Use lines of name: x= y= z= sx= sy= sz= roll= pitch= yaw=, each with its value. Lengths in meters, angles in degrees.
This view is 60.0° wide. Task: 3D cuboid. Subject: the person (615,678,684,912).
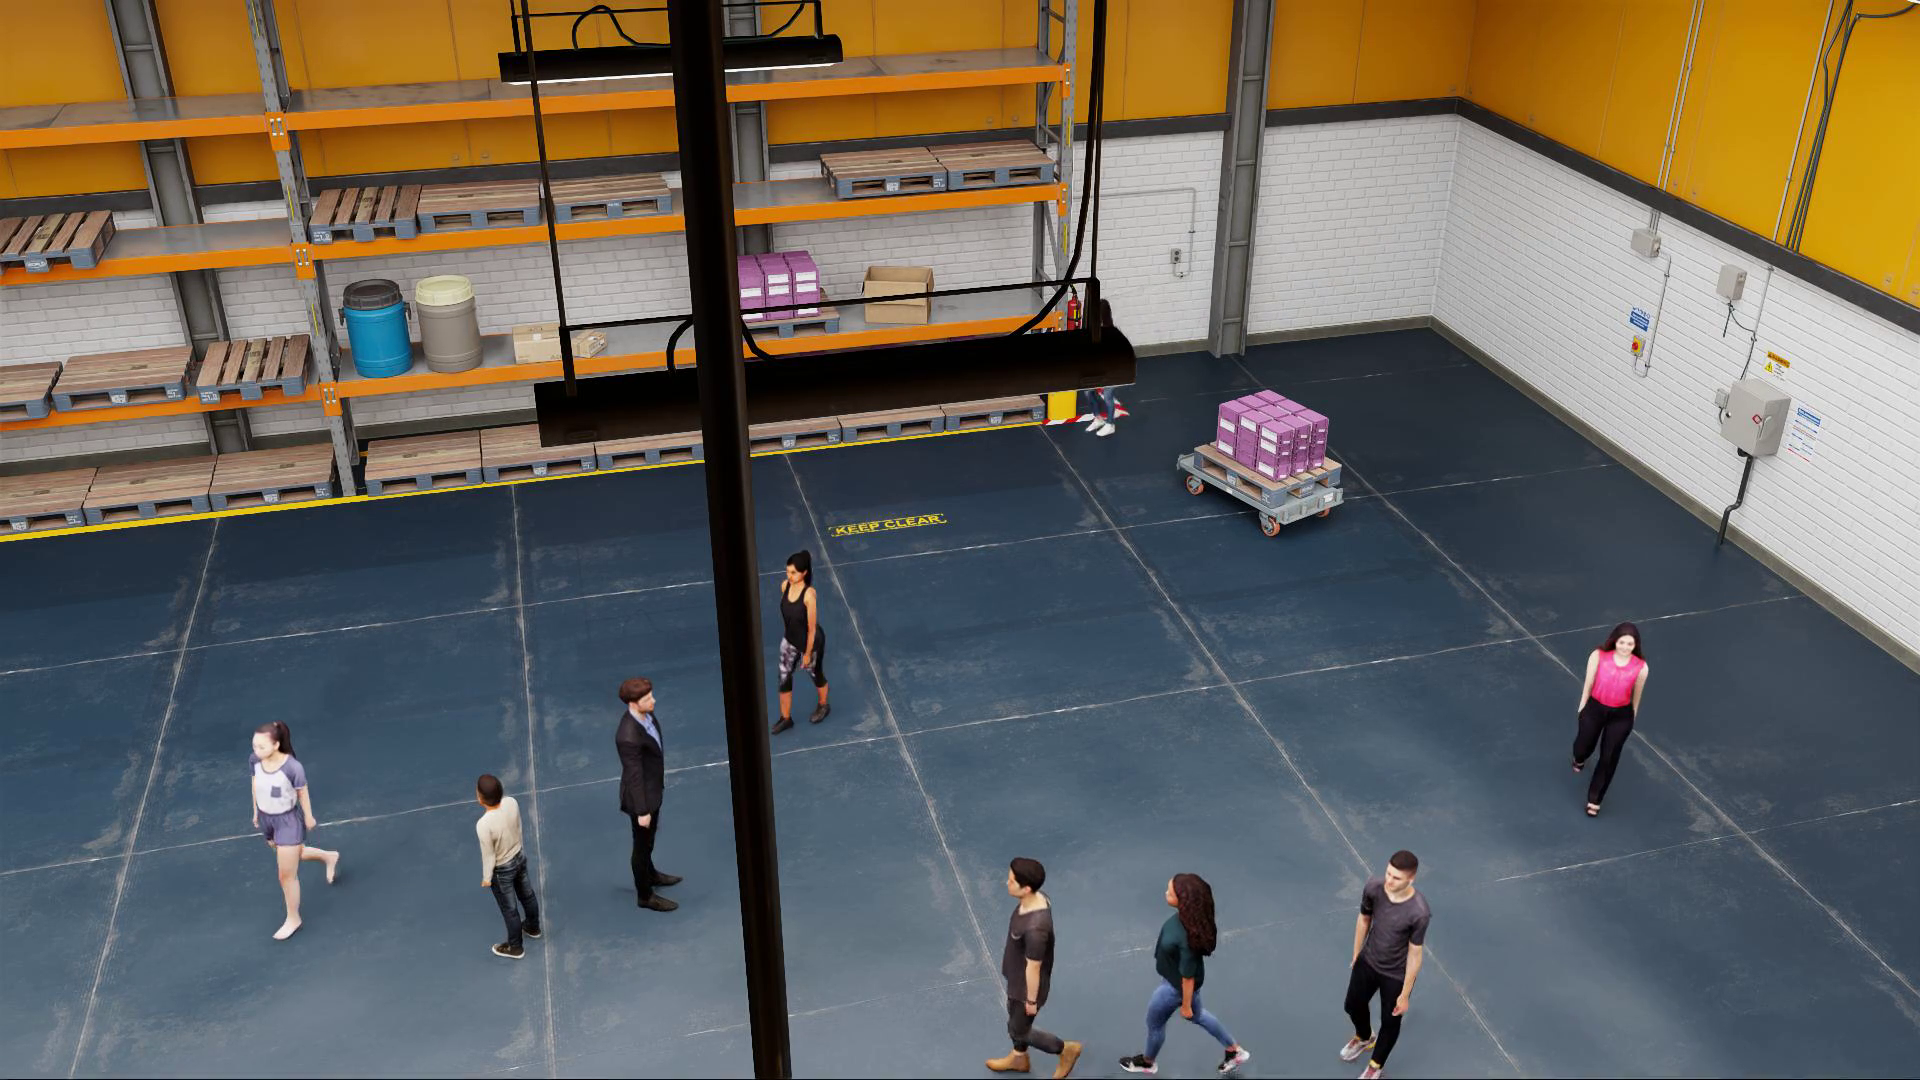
person: x=-2.246 y=1.771 z=11.769 sx=0.682 sy=1.891 sz=0.750 roll=-1 pitch=29 yaw=-1

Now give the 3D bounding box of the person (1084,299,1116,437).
person: x=1.704 y=-1.968 z=18.895 sx=0.668 sy=1.631 sz=0.655 roll=-18 pitch=33 yaw=-30

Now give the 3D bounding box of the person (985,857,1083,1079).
person: x=0.484 y=2.688 z=10.287 sx=0.900 sy=1.701 sz=0.740 roll=-1 pitch=29 yaw=-1

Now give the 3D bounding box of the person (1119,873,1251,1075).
person: x=1.456 y=2.742 z=10.302 sx=1.132 sy=1.591 sz=0.894 roll=6 pitch=29 yaw=10

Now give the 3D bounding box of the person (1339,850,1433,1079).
person: x=2.704 y=2.626 z=10.343 sx=0.804 sy=1.756 sz=0.782 roll=-25 pitch=37 yaw=-38

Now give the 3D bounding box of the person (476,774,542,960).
person: x=-3.109 y=2.217 z=11.398 sx=0.673 sy=1.463 sz=0.628 roll=12 pitch=31 yaw=21

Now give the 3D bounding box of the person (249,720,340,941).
person: x=-4.710 y=1.951 z=11.722 sx=1.012 sy=1.620 sz=1.049 roll=14 pitch=32 yaw=24

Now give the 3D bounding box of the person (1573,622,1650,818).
person: x=4.993 y=1.325 z=12.840 sx=0.878 sy=1.647 sz=0.897 roll=10 pitch=30 yaw=18

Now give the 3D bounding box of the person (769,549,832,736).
person: x=-1.237 y=0.807 z=13.799 sx=0.882 sy=1.639 sz=0.977 roll=19 pitch=34 yaw=30
